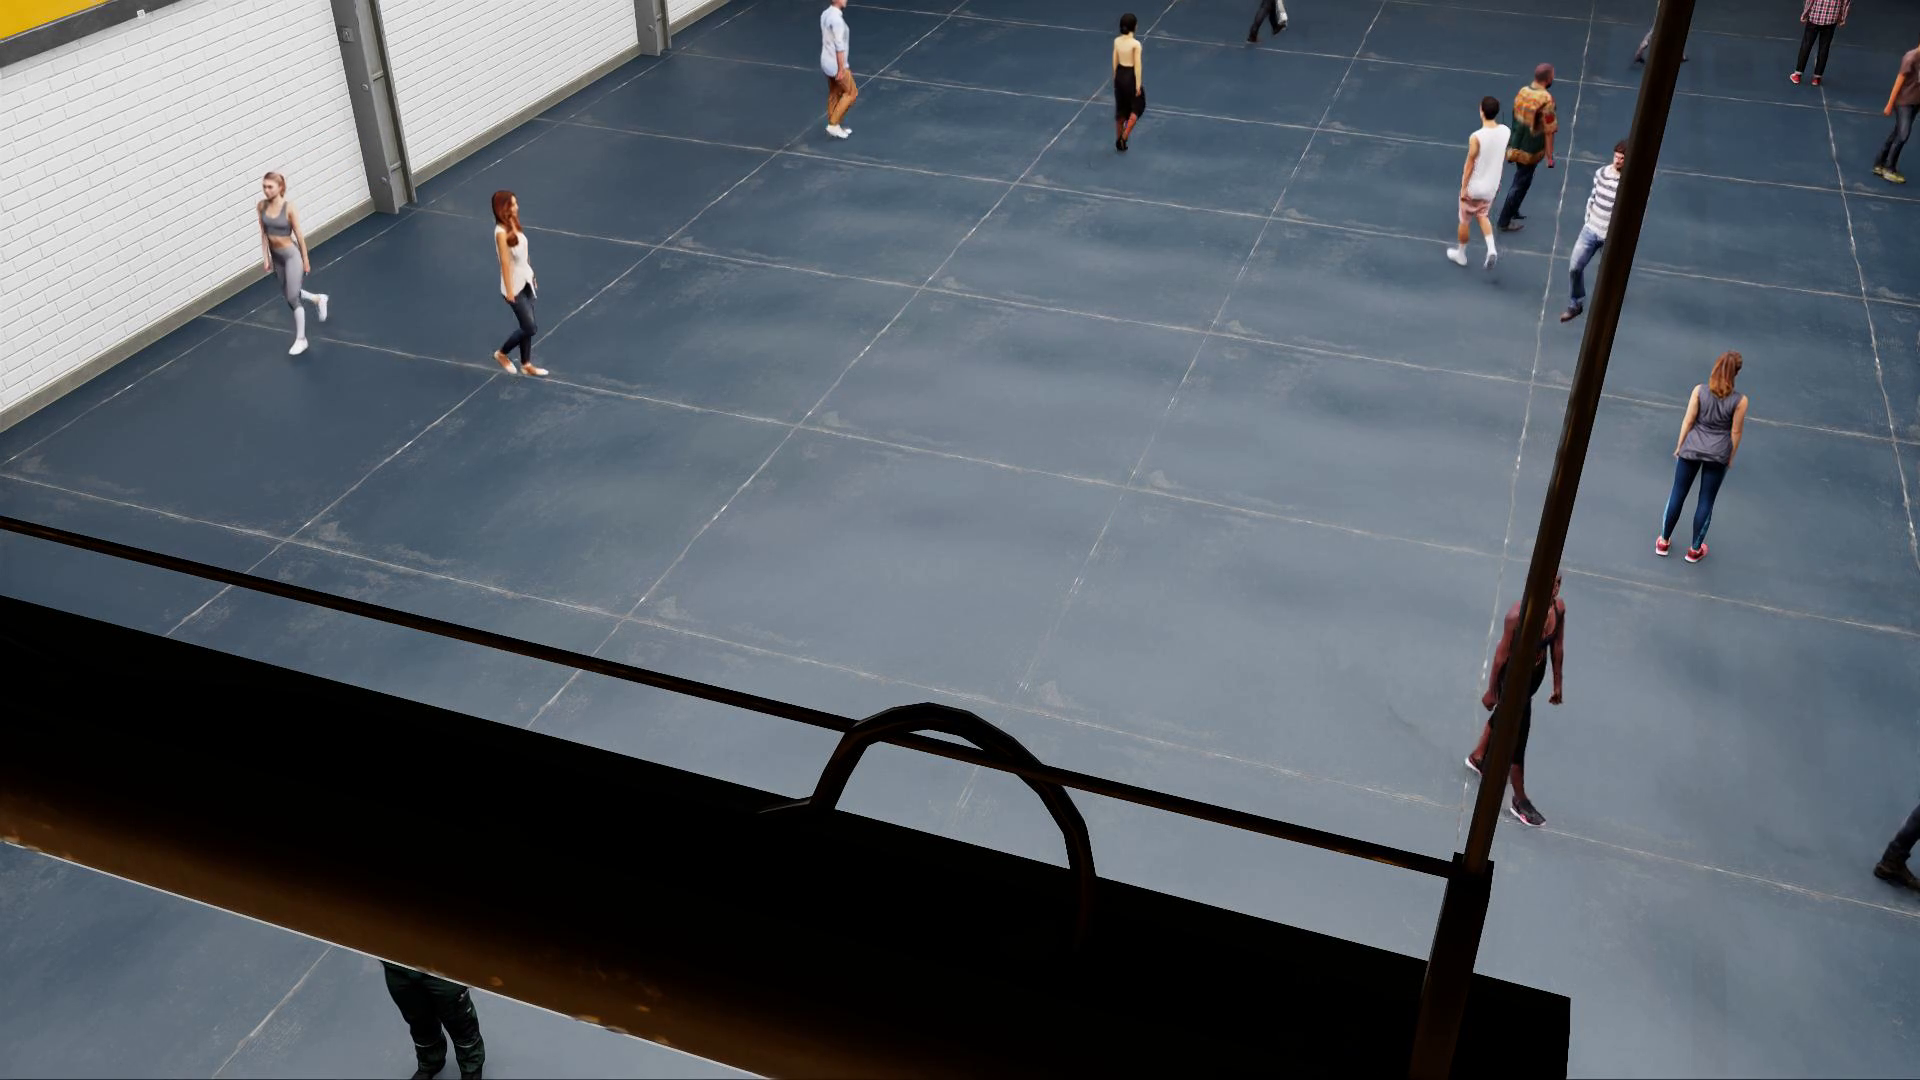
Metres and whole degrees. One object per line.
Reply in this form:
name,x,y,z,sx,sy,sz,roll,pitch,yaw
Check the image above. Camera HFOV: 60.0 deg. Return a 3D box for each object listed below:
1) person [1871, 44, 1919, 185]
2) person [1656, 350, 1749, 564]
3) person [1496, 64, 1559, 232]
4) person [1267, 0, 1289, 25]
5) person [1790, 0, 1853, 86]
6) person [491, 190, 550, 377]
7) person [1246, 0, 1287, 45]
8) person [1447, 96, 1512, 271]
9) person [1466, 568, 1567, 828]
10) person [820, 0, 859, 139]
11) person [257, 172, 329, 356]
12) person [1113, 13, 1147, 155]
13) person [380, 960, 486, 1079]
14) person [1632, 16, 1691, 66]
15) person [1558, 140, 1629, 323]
person,10.695,-4.998,18.912,0.829,1.763,0.893,-18,37,-25
person,5.536,-0.627,12.373,0.602,1.722,0.583,18,38,25
person,5.910,-4.109,17.548,0.923,1.791,0.858,-8,35,-12
person,4.656,-8.170,24.015,0.903,1.397,0.982,-14,36,-20
person,11.266,-6.843,21.689,0.695,1.761,0.562,12,35,17
person,-4.022,-2.257,14.781,0.745,1.771,0.708,2,34,4
person,4.268,-7.746,23.063,1.247,1.744,1.042,-24,40,-31
person,5.279,-3.541,16.709,0.951,1.776,1.040,-11,35,-16
person,3.368,0.802,10.206,1.011,1.740,1.045,-17,37,-23
person,-1.561,-5.696,19.917,0.865,1.813,0.808,-14,36,-21
person,-6.182,-2.612,15.394,0.586,1.684,1.004,9,35,13
person,1.908,-5.315,19.493,0.709,1.647,0.729,28,42,35
person,-2.659,2.046,8.242,0.700,1.843,0.679,3,34,4
person,9.448,-7.133,22.207,1.129,1.671,1.119,-11,35,-17
person,6.145,-2.914,15.713,0.896,1.832,0.841,-25,41,-32
